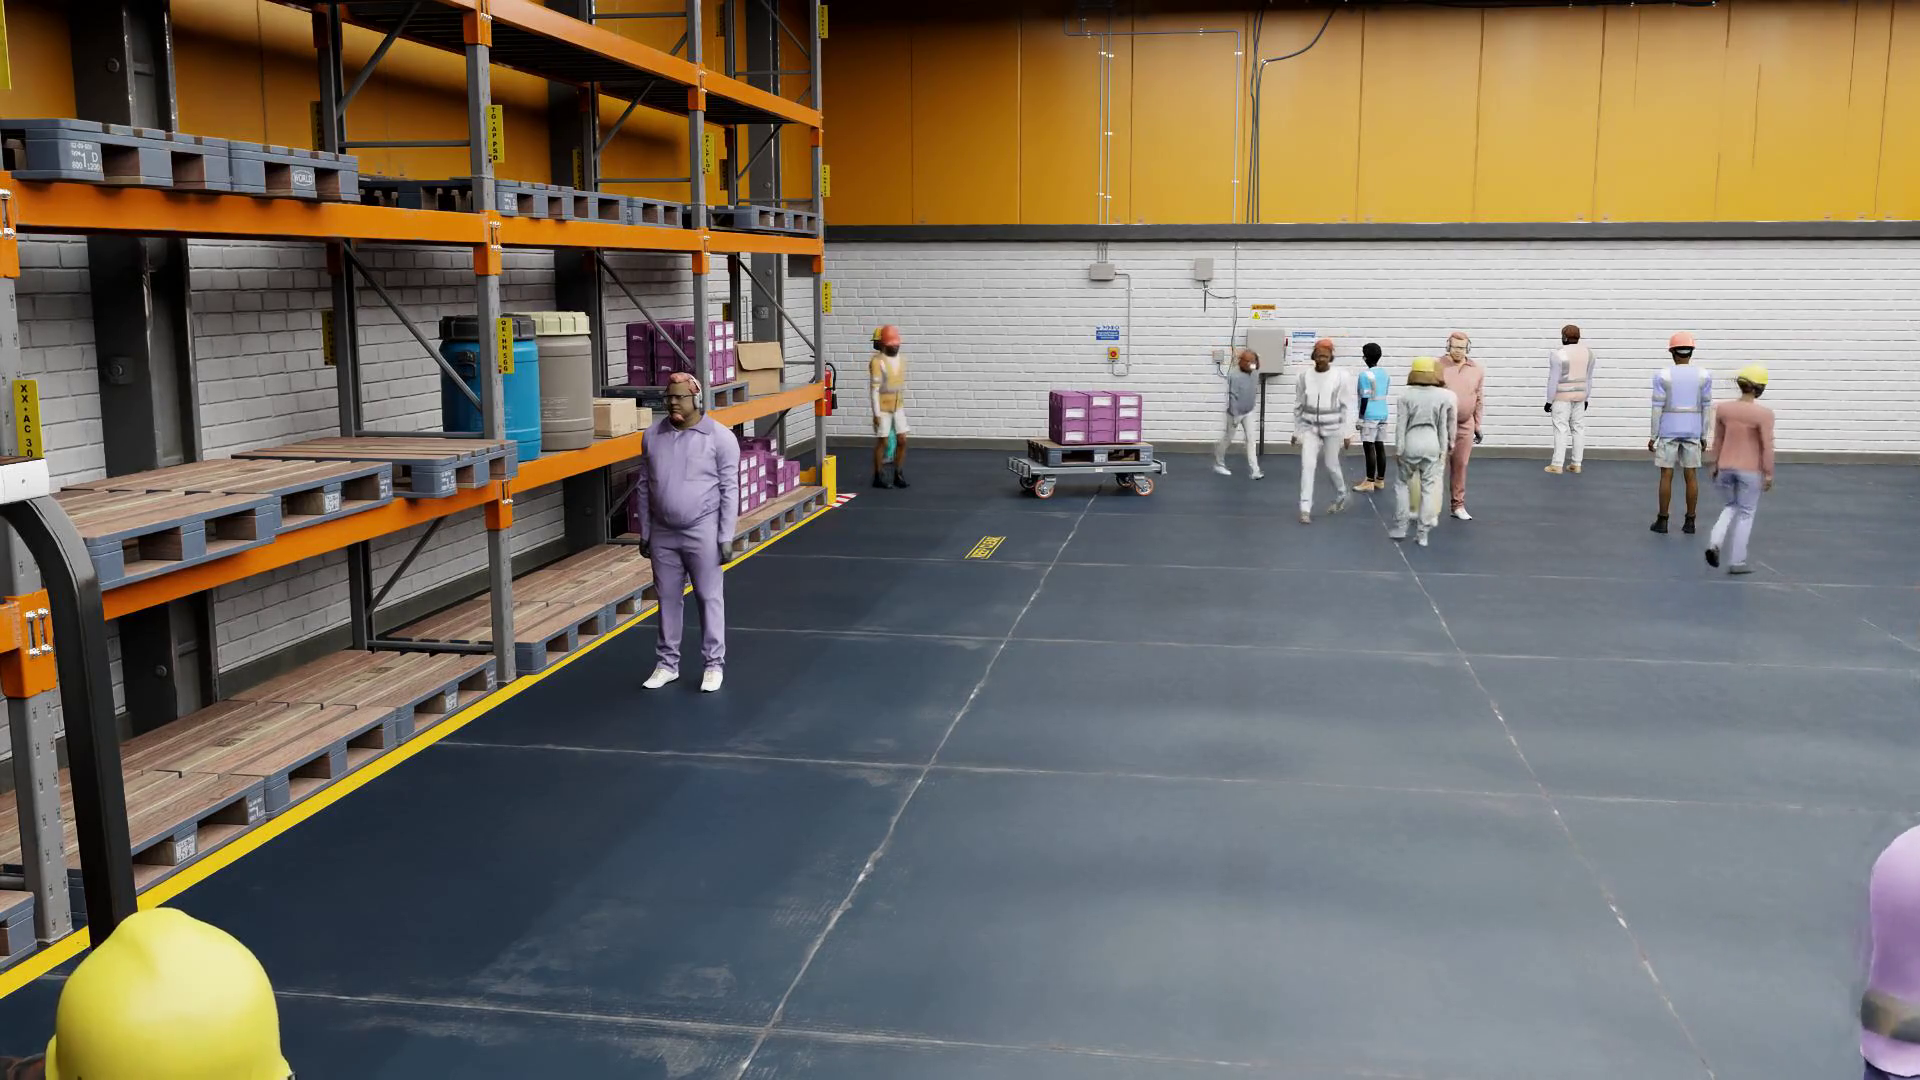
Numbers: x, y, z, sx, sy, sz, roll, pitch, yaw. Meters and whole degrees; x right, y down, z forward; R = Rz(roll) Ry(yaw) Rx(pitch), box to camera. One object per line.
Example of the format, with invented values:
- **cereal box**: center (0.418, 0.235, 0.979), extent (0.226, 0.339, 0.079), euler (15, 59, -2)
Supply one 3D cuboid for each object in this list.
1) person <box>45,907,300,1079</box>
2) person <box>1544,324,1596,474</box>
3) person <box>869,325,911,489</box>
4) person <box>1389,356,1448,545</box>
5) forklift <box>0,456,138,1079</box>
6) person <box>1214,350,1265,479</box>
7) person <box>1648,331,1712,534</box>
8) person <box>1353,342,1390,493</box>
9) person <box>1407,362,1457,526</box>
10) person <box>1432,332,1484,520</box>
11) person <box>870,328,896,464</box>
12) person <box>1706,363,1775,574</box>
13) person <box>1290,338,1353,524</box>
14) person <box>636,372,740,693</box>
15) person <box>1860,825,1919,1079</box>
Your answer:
- **person**: center (-0.823, 1.296, 1.881), extent (0.590, 1.837, 0.403), euler (-4, 10, -23)
- **person**: center (7.514, -1.739, 20.587), extent (0.622, 1.845, 0.429), euler (-3, 10, -16)
- **person**: center (-0.824, -1.505, 18.978), extent (0.558, 1.888, 0.650), euler (-7, 11, -36)
- **person**: center (4.235, -0.837, 15.369), extent (0.496, 1.718, 0.650), euler (0, 9, 0)
- **forklift**: center (-2.328, 0.975, 2.765), extent (2.313, 2.155, 1.214), euler (1, 9, 9)
- **person**: center (3.401, -1.528, 20.145), extent (0.498, 1.565, 0.888), euler (-5, 10, -28)
- **person**: center (6.861, -1.022, 15.889), extent (0.542, 1.932, 0.374), euler (2, 9, 10)
- **person**: center (4.665, -1.385, 18.836), extent (0.322, 1.699, 0.536), euler (9, 13, 44)
- **person**: center (4.650, -0.964, 16.524), extent (0.517, 1.605, 0.718), euler (1, 9, 4)
- **person**: center (4.956, -1.137, 16.698), extent (0.643, 1.901, 0.400), euler (-1, 9, -6)
- **person**: center (-1.002, -1.860, 21.567), extent (0.327, 1.767, 0.533), euler (1, 9, 4)
- **person**: center (6.449, -0.580, 13.712), extent (0.391, 1.751, 0.545), euler (-5, 11, -30)
- **person**: center (3.660, -1.112, 16.748), extent (0.625, 1.847, 0.900), euler (5, 10, 26)
- **person**: center (-1.639, -0.043, 9.926), extent (0.640, 1.909, 0.409), euler (2, 9, 14)
- **person**: center (1.694, 1.089, 2.578), extent (0.618, 2.026, 0.424), euler (2, 9, 9)
